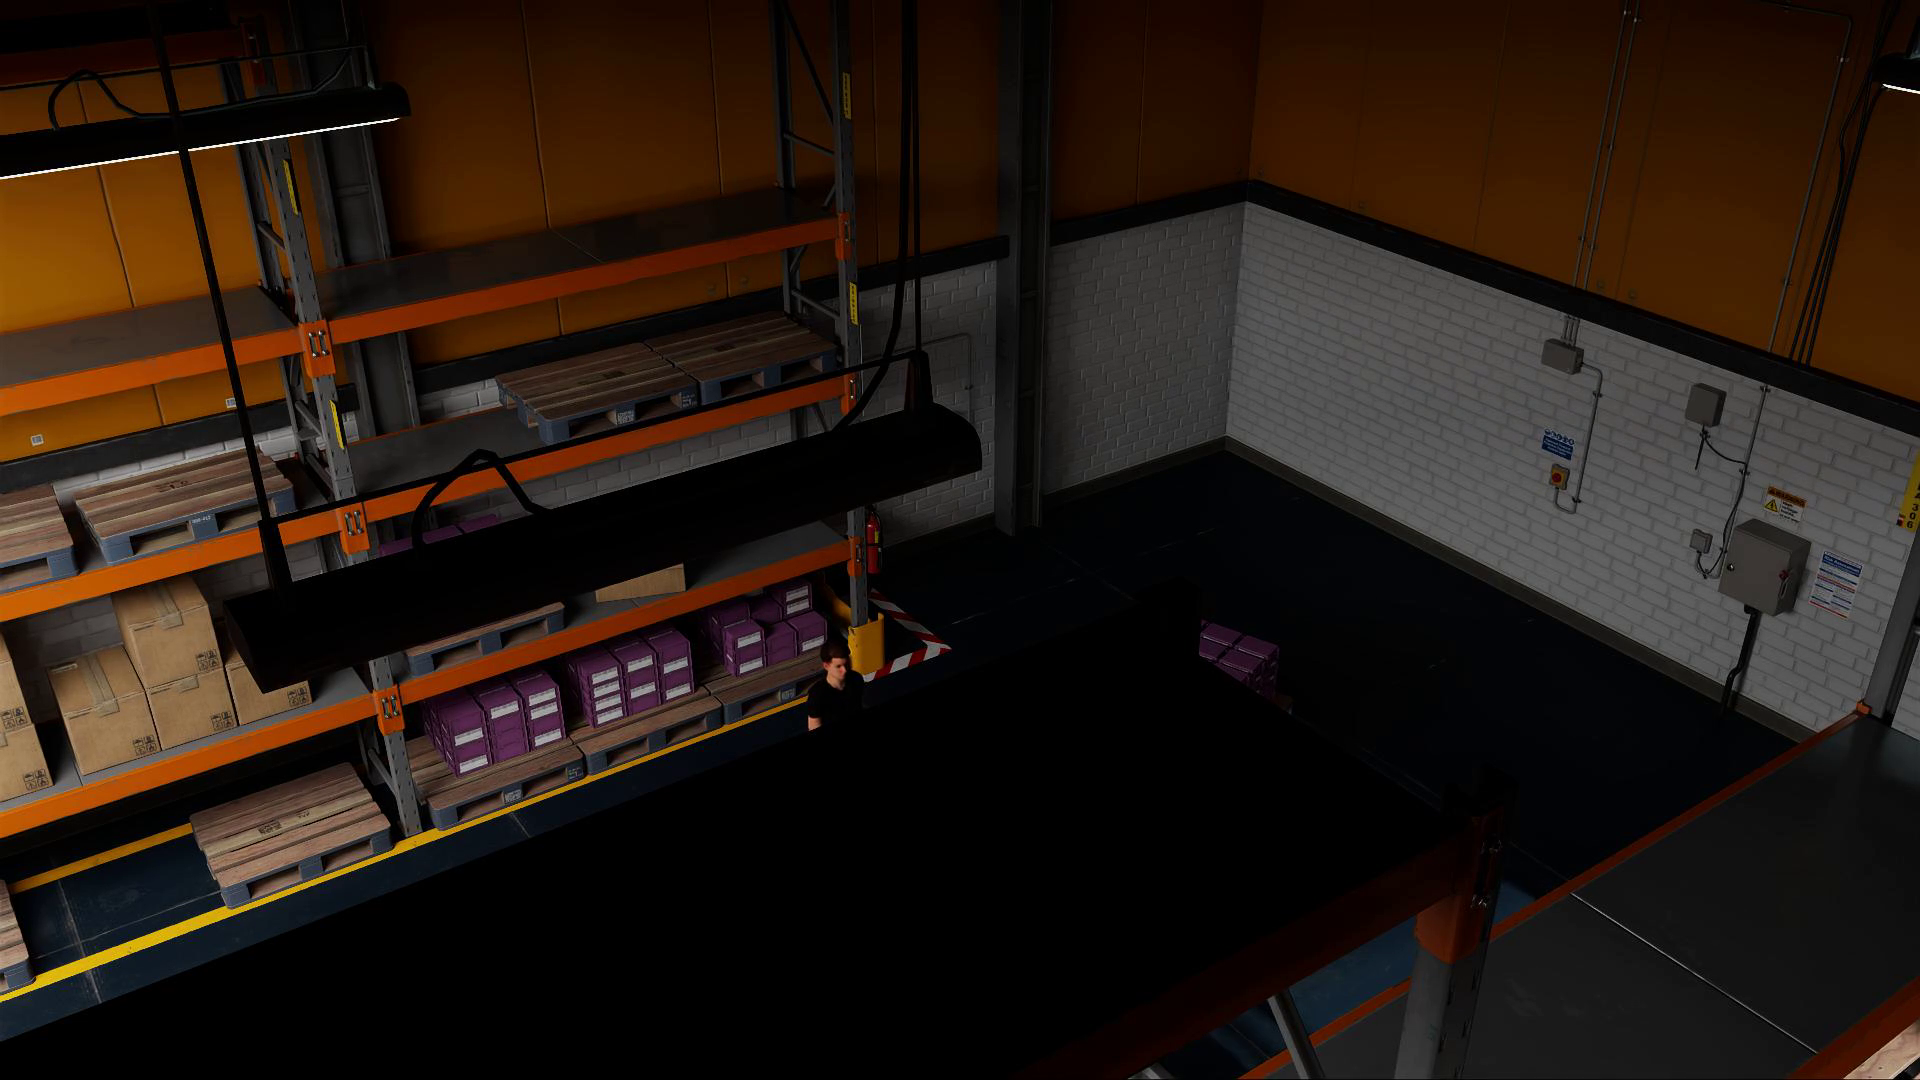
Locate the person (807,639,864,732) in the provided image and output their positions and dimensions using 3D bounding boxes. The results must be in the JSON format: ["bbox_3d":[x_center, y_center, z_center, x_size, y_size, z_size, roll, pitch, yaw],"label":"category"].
[{"bbox_3d":[-0.874,1.511,11.919,0.581,1.861,0.779,-25,37,-38],"label":"person"}]
